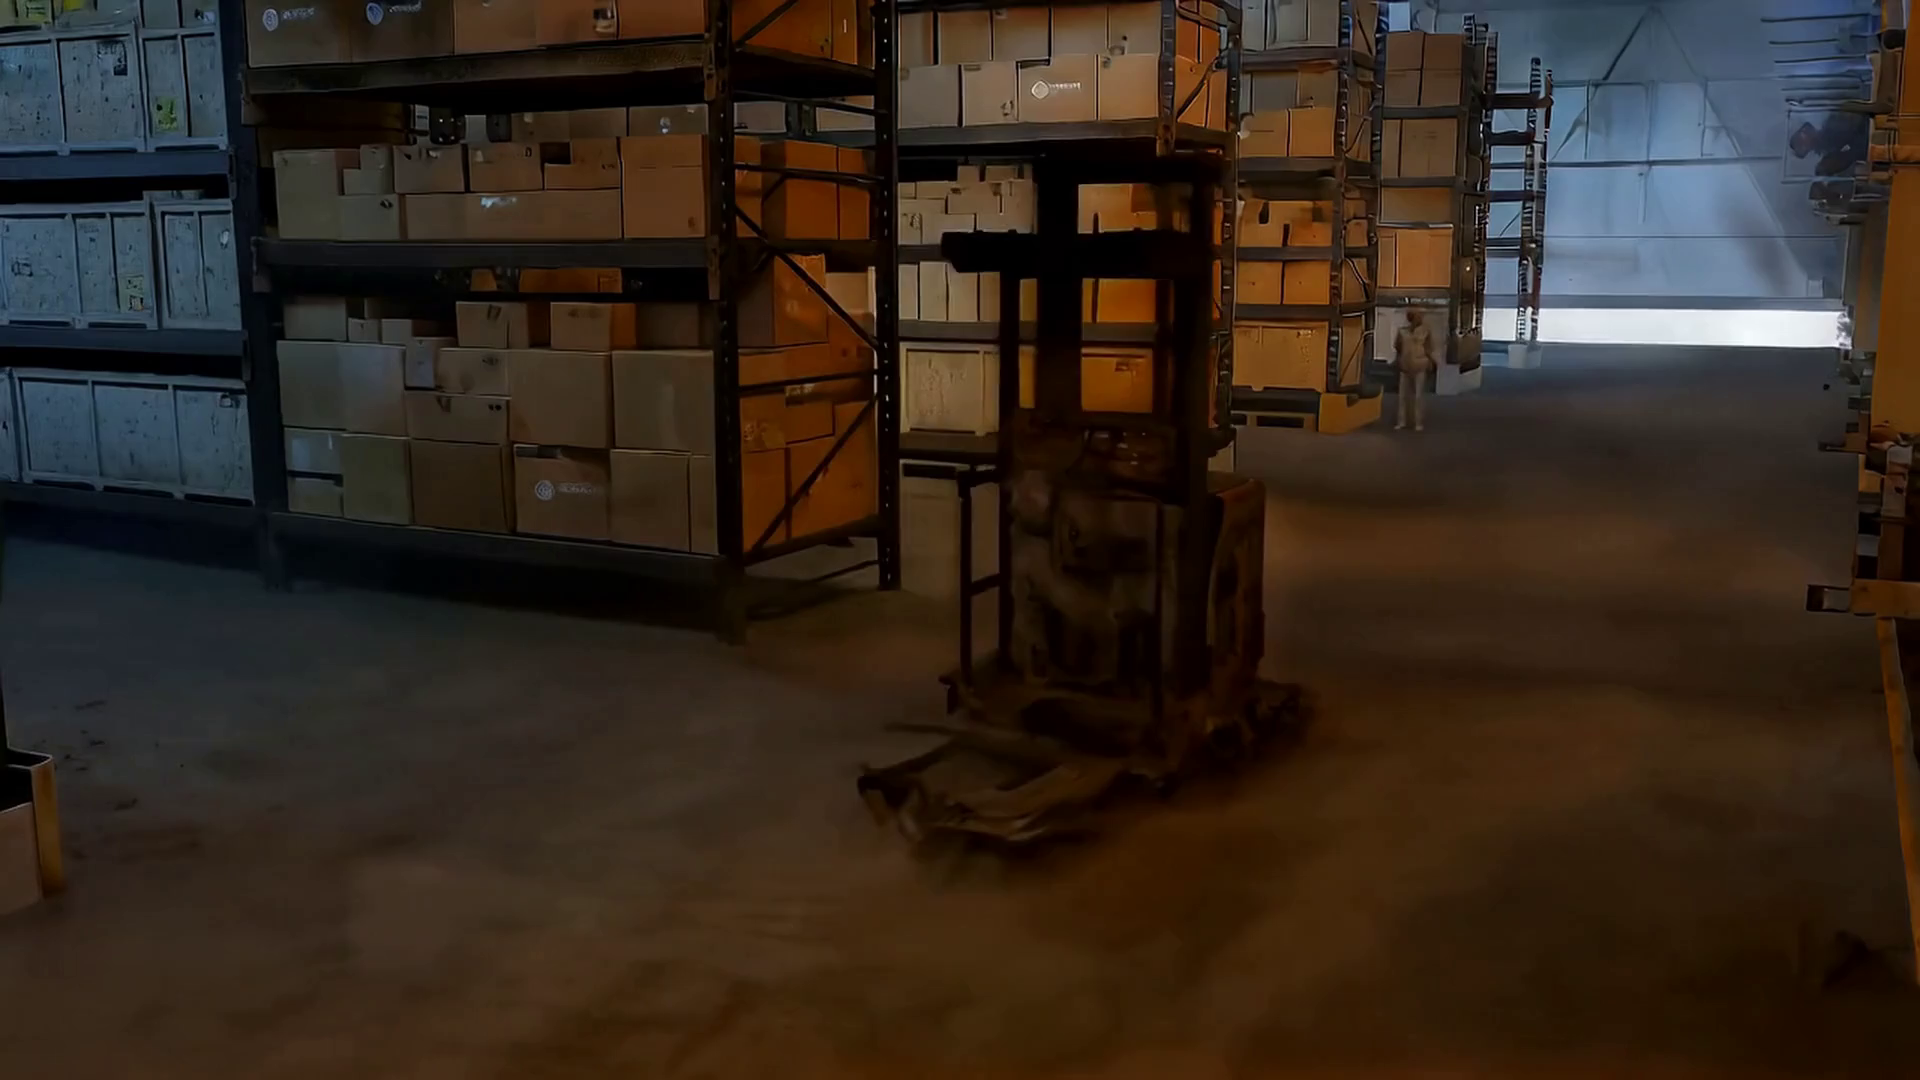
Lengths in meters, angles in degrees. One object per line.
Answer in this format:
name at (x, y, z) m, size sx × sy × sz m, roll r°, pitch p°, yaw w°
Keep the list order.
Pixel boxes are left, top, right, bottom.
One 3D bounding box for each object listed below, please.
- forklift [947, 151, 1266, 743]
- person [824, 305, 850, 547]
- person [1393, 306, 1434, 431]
forklift at (0.855, -0.585, 8.634) m, size 1.129 × 2.768 × 1.873 m, roll 5°, pitch 11°, yaw 27°
person at (-1.093, -0.911, 13.278) m, size 0.578 × 1.920 × 0.653 m, roll -9°, pitch 13°, yaw -41°
person at (5.960, -2.246, 21.844) m, size 0.520 × 1.636 × 0.312 m, roll 8°, pitch 12°, yaw 38°
